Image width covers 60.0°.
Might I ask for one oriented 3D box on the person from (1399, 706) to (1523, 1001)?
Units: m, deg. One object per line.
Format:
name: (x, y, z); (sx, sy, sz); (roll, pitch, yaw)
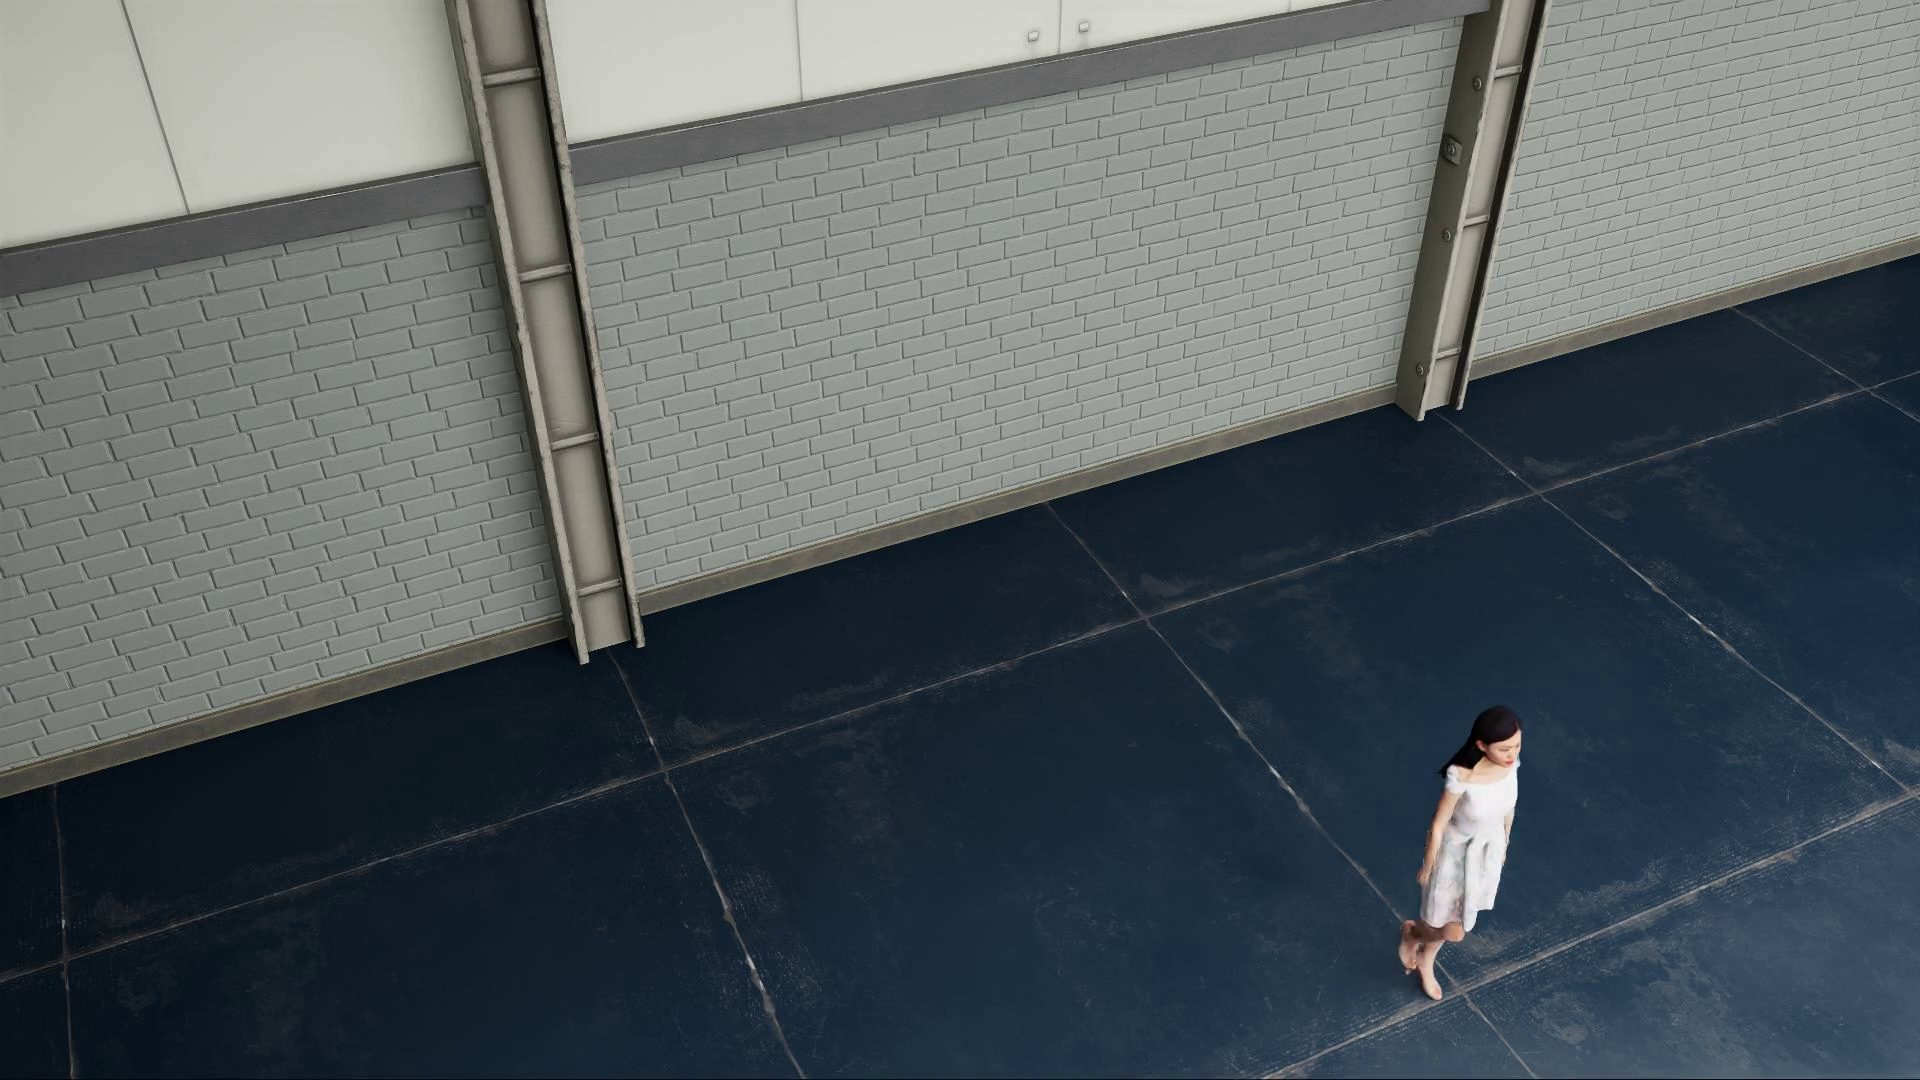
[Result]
person: (2.175, 1.369, 7.440); (0.665, 1.767, 0.727); (-19, 42, -23)
